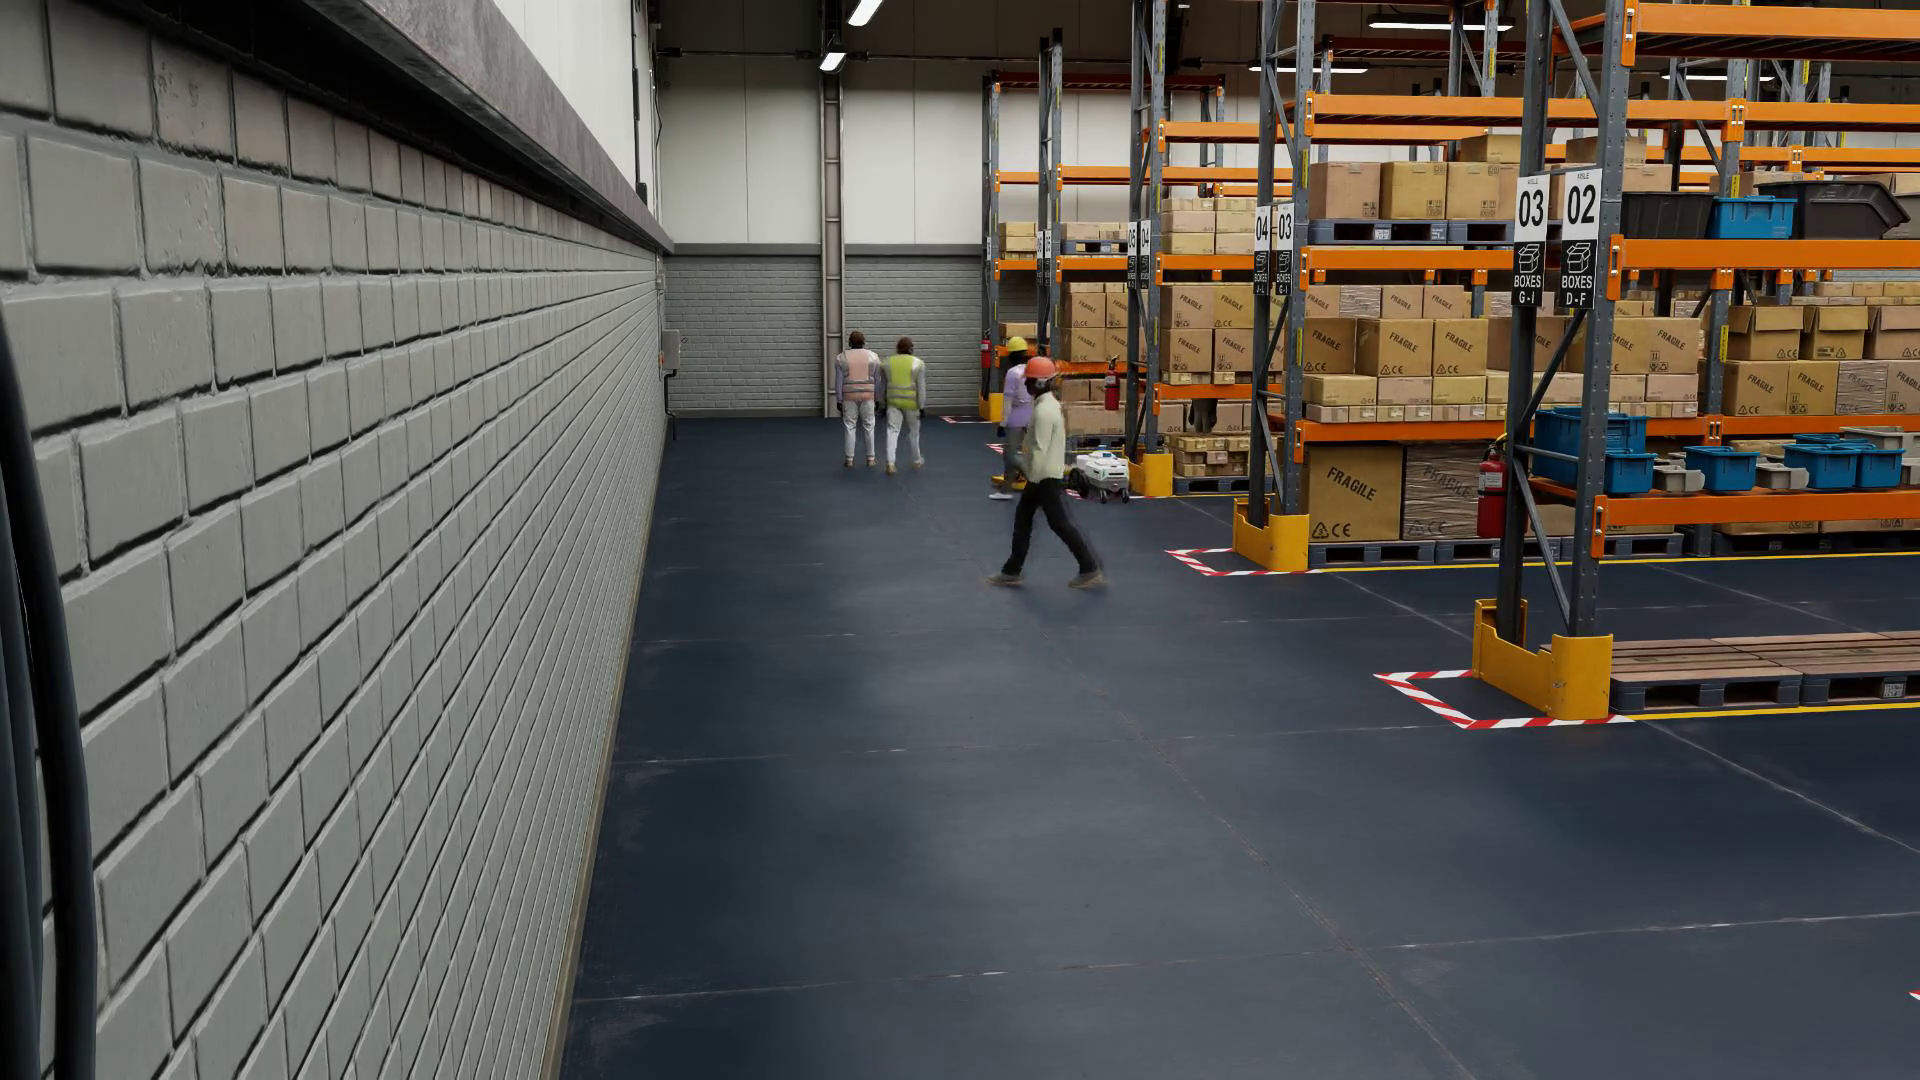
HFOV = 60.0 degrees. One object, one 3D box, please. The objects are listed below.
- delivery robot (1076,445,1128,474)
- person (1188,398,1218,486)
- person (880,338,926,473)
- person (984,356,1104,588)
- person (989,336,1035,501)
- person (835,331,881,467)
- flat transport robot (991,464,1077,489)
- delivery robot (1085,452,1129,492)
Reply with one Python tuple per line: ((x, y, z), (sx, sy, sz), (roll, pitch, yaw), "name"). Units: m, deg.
((1.705, -0.892, 19.931), (0.477, 0.478, 0.707), (-5, 11, -29), "delivery robot")
((2.997, -1.592, 20.540), (0.333, 1.858, 0.510), (-5, 10, -26), "person")
((-0.746, -1.774, 21.947), (0.652, 1.772, 1.038), (2, 9, 14), "person")
((0.743, -0.556, 13.863), (1.003, 1.954, 0.628), (1, 9, 5), "person")
((0.662, -1.367, 18.990), (0.739, 1.902, 0.610), (4, 10, 26), "person")
((-1.381, -1.907, 22.516), (0.626, 1.847, 0.429), (-1, 9, -9), "person")
((1.165, -0.795, 20.493), (1.431, 0.197, 0.652), (-4, 10, -24), "flat transport robot")
((1.697, -0.775, 19.207), (0.477, 0.478, 0.707), (-2, 9, -13), "delivery robot")
